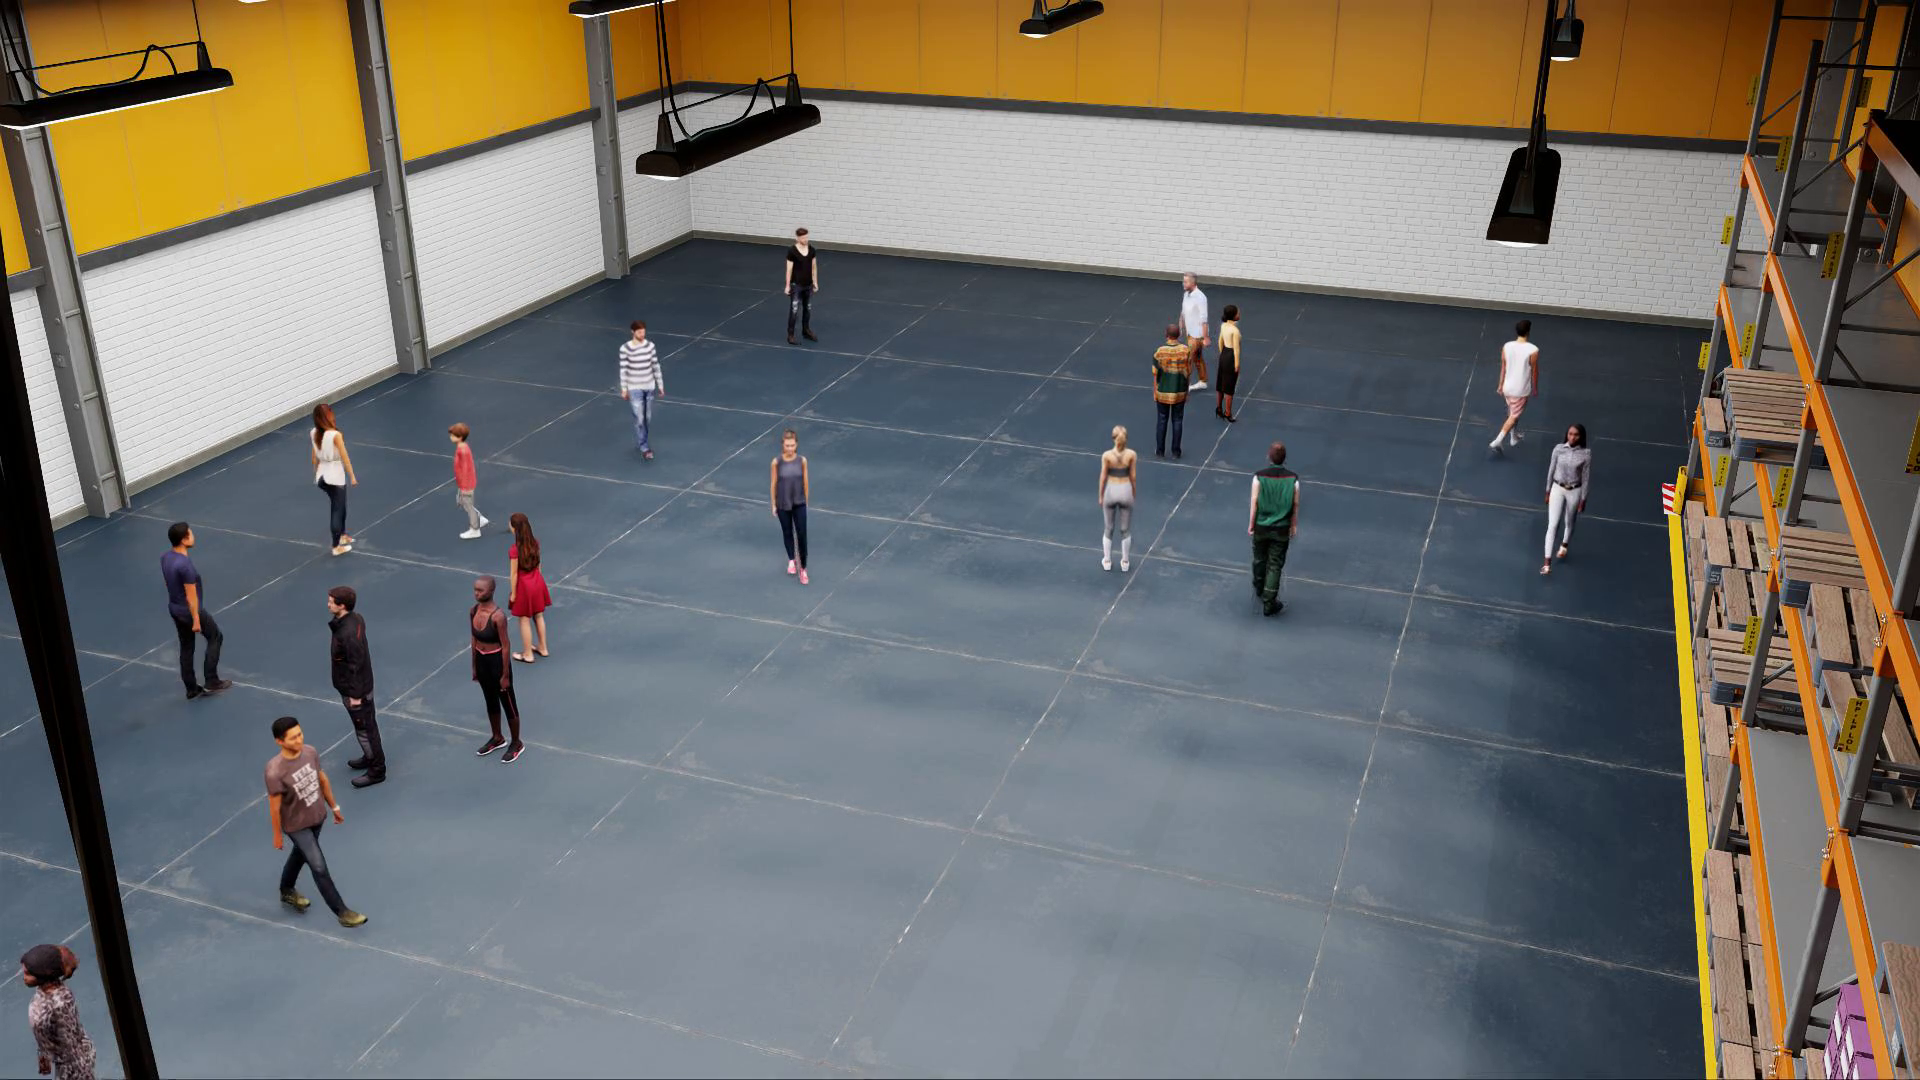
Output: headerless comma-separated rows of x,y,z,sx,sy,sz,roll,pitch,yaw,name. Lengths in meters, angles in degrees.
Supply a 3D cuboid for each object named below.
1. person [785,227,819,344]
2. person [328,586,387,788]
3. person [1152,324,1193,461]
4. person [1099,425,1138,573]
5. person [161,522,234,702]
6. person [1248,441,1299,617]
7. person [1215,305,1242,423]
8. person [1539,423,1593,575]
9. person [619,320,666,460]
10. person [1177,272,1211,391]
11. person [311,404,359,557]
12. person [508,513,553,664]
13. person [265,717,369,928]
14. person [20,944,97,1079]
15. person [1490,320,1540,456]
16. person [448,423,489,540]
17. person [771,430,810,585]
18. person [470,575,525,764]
-2.530,-4.097,26.562,0.912,1.878,0.986,-16,28,-33,person
-5.224,1.240,14.401,0.851,1.839,0.777,-9,25,-20,person
2.756,-1.932,21.698,0.758,1.806,0.750,2,24,4,person
1.768,-0.464,18.465,0.634,1.706,0.638,1,24,2,person
-7.372,0.708,15.703,0.700,1.771,0.718,15,28,31,person
3.277,-0.096,17.509,0.762,1.797,1.047,5,24,12,person
3.726,-2.460,23.098,0.718,1.653,0.657,-11,26,-23,person
6.798,-0.495,18.577,0.735,1.673,1.195,12,26,26,person
-4.216,-2.014,21.871,1.073,1.819,1.085,-14,27,-29,person
3.501,-3.013,24.188,1.061,1.792,1.020,-8,25,-18,person
-7.168,-0.645,18.799,0.657,1.771,0.662,11,26,24,person
-4.294,0.465,16.533,0.666,1.551,0.594,14,27,28,person
-5.027,2.109,12.552,0.720,1.728,1.035,9,25,20,person
-5.338,3.167,10.159,0.774,1.706,0.727,-19,30,-37,person
7.282,-1.979,21.864,1.219,1.760,0.997,-18,30,-36,person
-5.681,-0.699,19.372,0.709,1.411,0.643,-7,25,-15,person
-1.878,-0.412,18.351,0.788,1.702,0.948,-2,24,-5,person
-4.131,1.117,14.784,0.607,1.758,0.569,12,26,26,person
